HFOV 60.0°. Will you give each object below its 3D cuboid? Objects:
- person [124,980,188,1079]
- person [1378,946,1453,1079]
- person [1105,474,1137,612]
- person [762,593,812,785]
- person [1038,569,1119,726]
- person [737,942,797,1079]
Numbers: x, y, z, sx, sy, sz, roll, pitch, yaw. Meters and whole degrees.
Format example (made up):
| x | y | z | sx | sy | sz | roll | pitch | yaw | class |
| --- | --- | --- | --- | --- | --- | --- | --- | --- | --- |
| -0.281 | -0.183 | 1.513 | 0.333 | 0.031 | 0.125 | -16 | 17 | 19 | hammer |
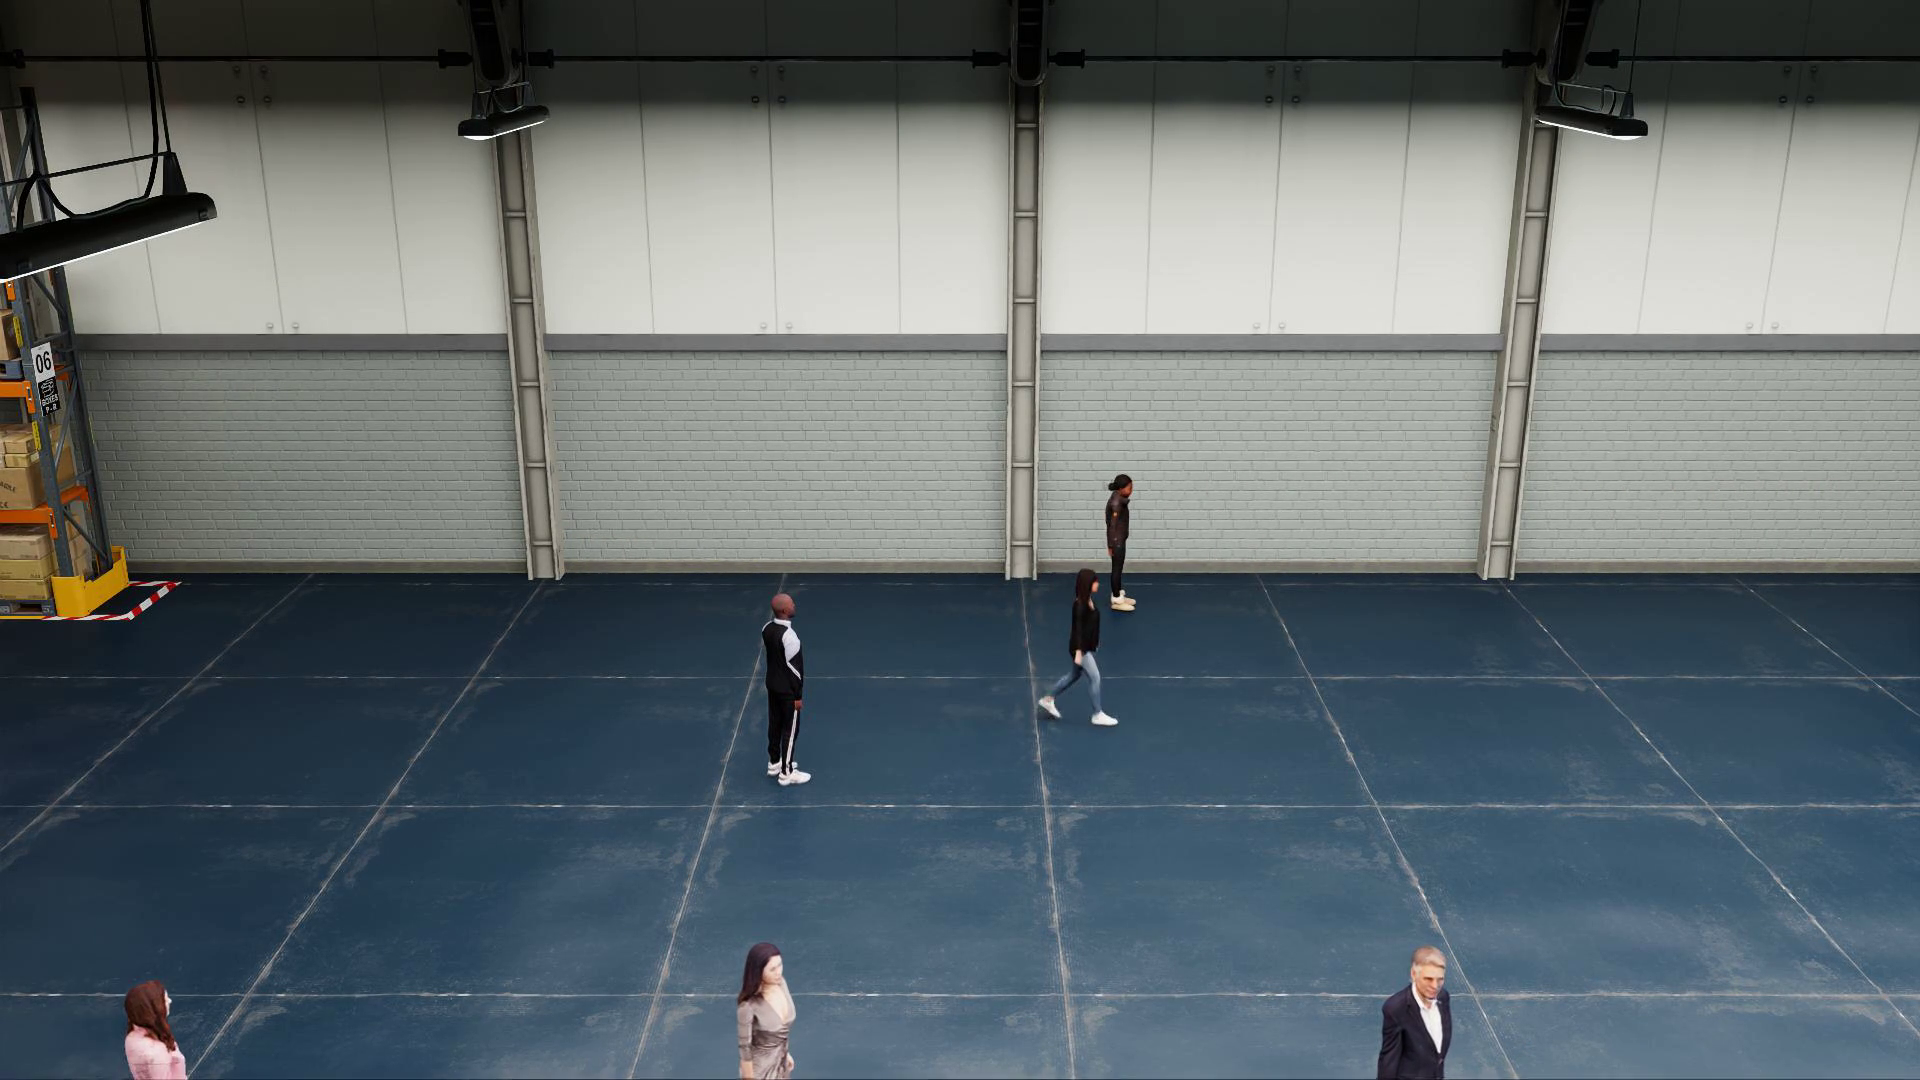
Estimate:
| x | y | z | sx | sy | sz | roll | pitch | yaw | class |
| --- | --- | --- | --- | --- | --- | --- | --- | --- | --- |
| -4.561 | 3.338 | 9.331 | 1.107 | 1.758 | 1.143 | 16 | 24 | 41 | person |
| 2.653 | 3.172 | 9.750 | 0.714 | 1.815 | 0.834 | -10 | 21 | -29 | person |
| 1.856 | 0.019 | 19.684 | 0.579 | 1.659 | 0.637 | 0 | 18 | 0 | person |
| -1.639 | 1.349 | 15.334 | 0.759 | 1.822 | 0.732 | -13 | 22 | -35 | person |
| 1.145 | 1.063 | 16.542 | 1.075 | 1.618 | 0.703 | 3 | 18 | 9 | person |
| -1.151 | 3.160 | 9.899 | 0.661 | 1.745 | 0.663 | 9 | 20 | 27 | person |
